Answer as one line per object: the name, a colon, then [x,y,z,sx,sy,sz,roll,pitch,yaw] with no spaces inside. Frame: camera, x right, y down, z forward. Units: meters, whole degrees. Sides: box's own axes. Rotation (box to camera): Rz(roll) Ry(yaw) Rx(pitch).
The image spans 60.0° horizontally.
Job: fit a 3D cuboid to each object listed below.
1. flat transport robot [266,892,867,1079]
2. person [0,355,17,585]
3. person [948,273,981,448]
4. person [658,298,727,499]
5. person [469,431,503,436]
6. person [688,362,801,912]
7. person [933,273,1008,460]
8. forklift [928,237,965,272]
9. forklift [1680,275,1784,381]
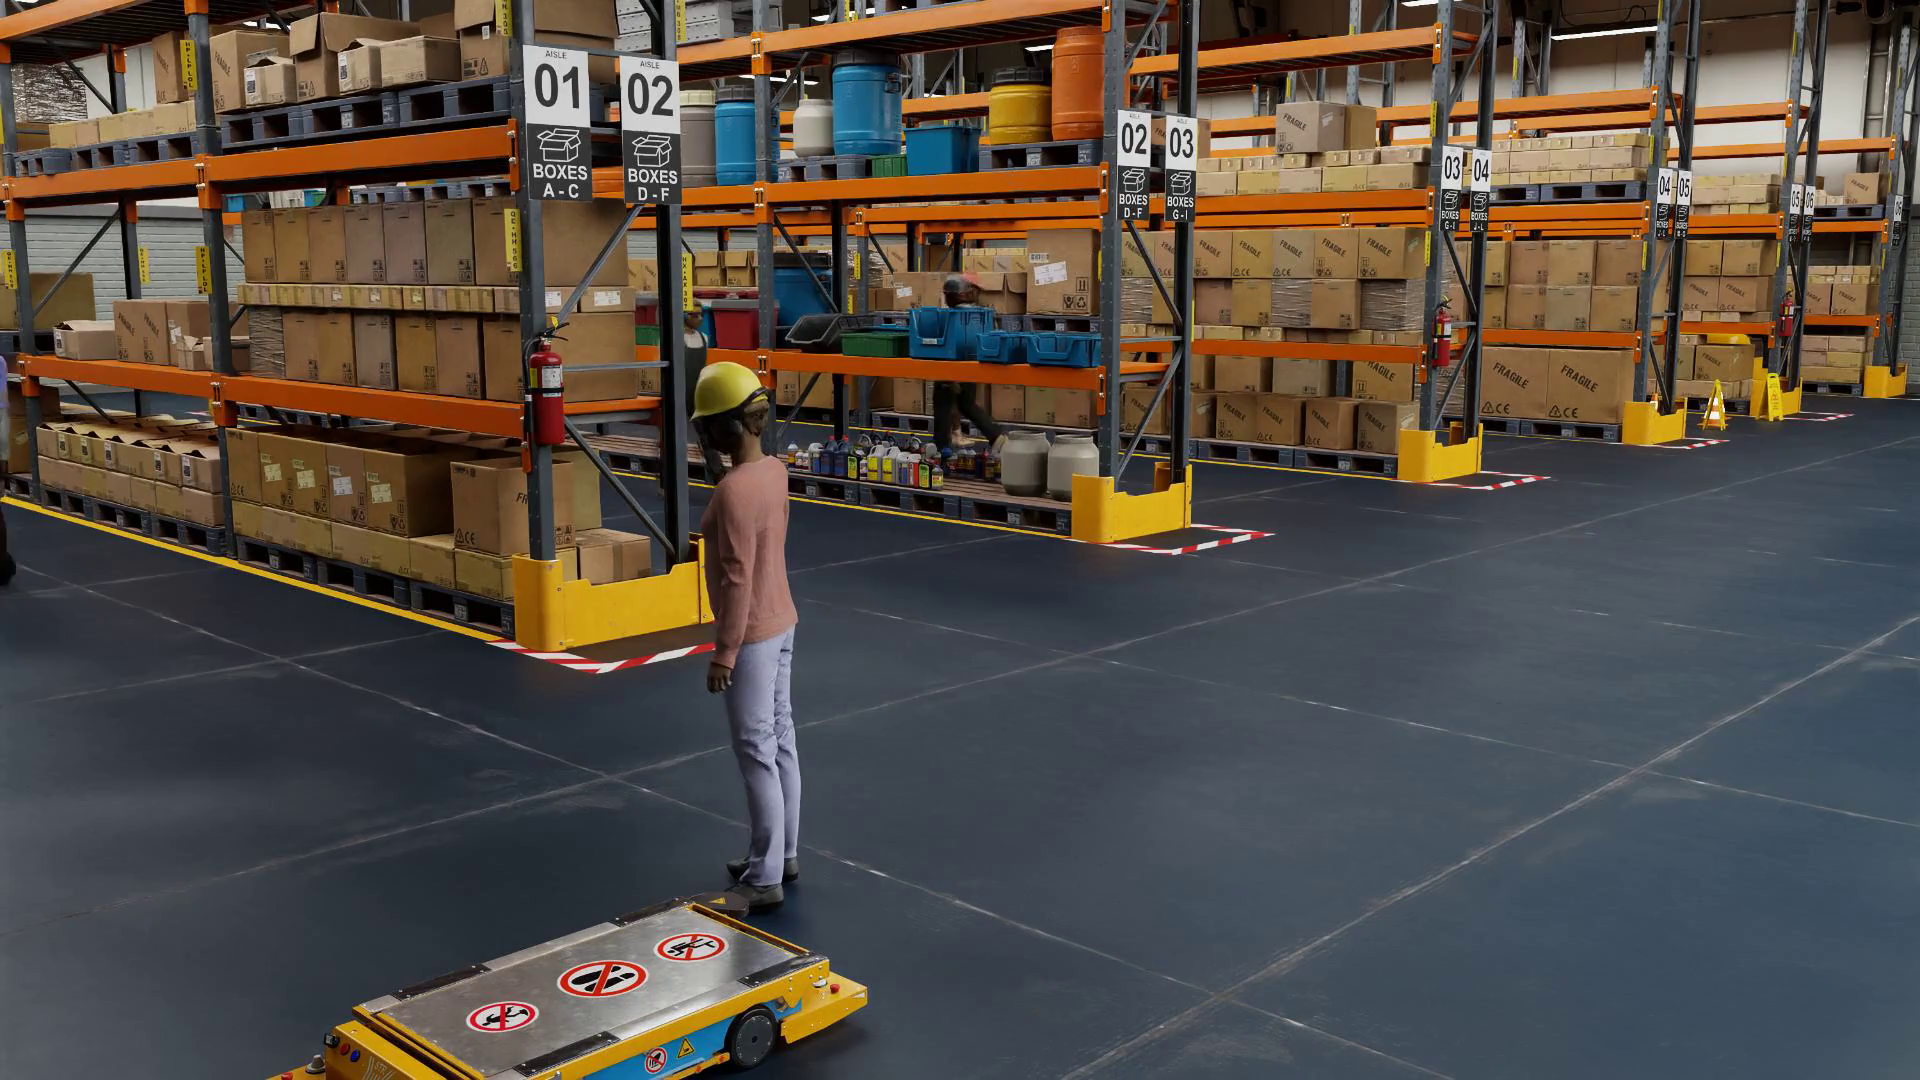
flat transport robot: [-0.980,1.246,4.283,0.652,0.197,1.431,9,13,43]
person: [-6.237,-0.590,10.452,0.557,1.889,0.961,-4,10,-22]
person: [-0.013,-2.071,19.259,0.456,1.997,0.658,1,9,7]
person: [-2.332,-1.221,14.617,0.987,1.788,0.537,7,12,38]
person: [-4.243,-1.193,14.932,0.282,1.636,0.500,9,13,43]
person: [-0.696,0.310,5.351,0.328,1.760,0.524,2,9,9]
person: [0.039,-1.770,17.364,0.890,2.000,0.686,5,11,28]
forklift: [-0.326,-5.817,39.609,1.129,2.768,1.873,9,13,43]
forklift: [12.480,-3.427,27.053,1.214,2.155,2.313,9,13,43]
